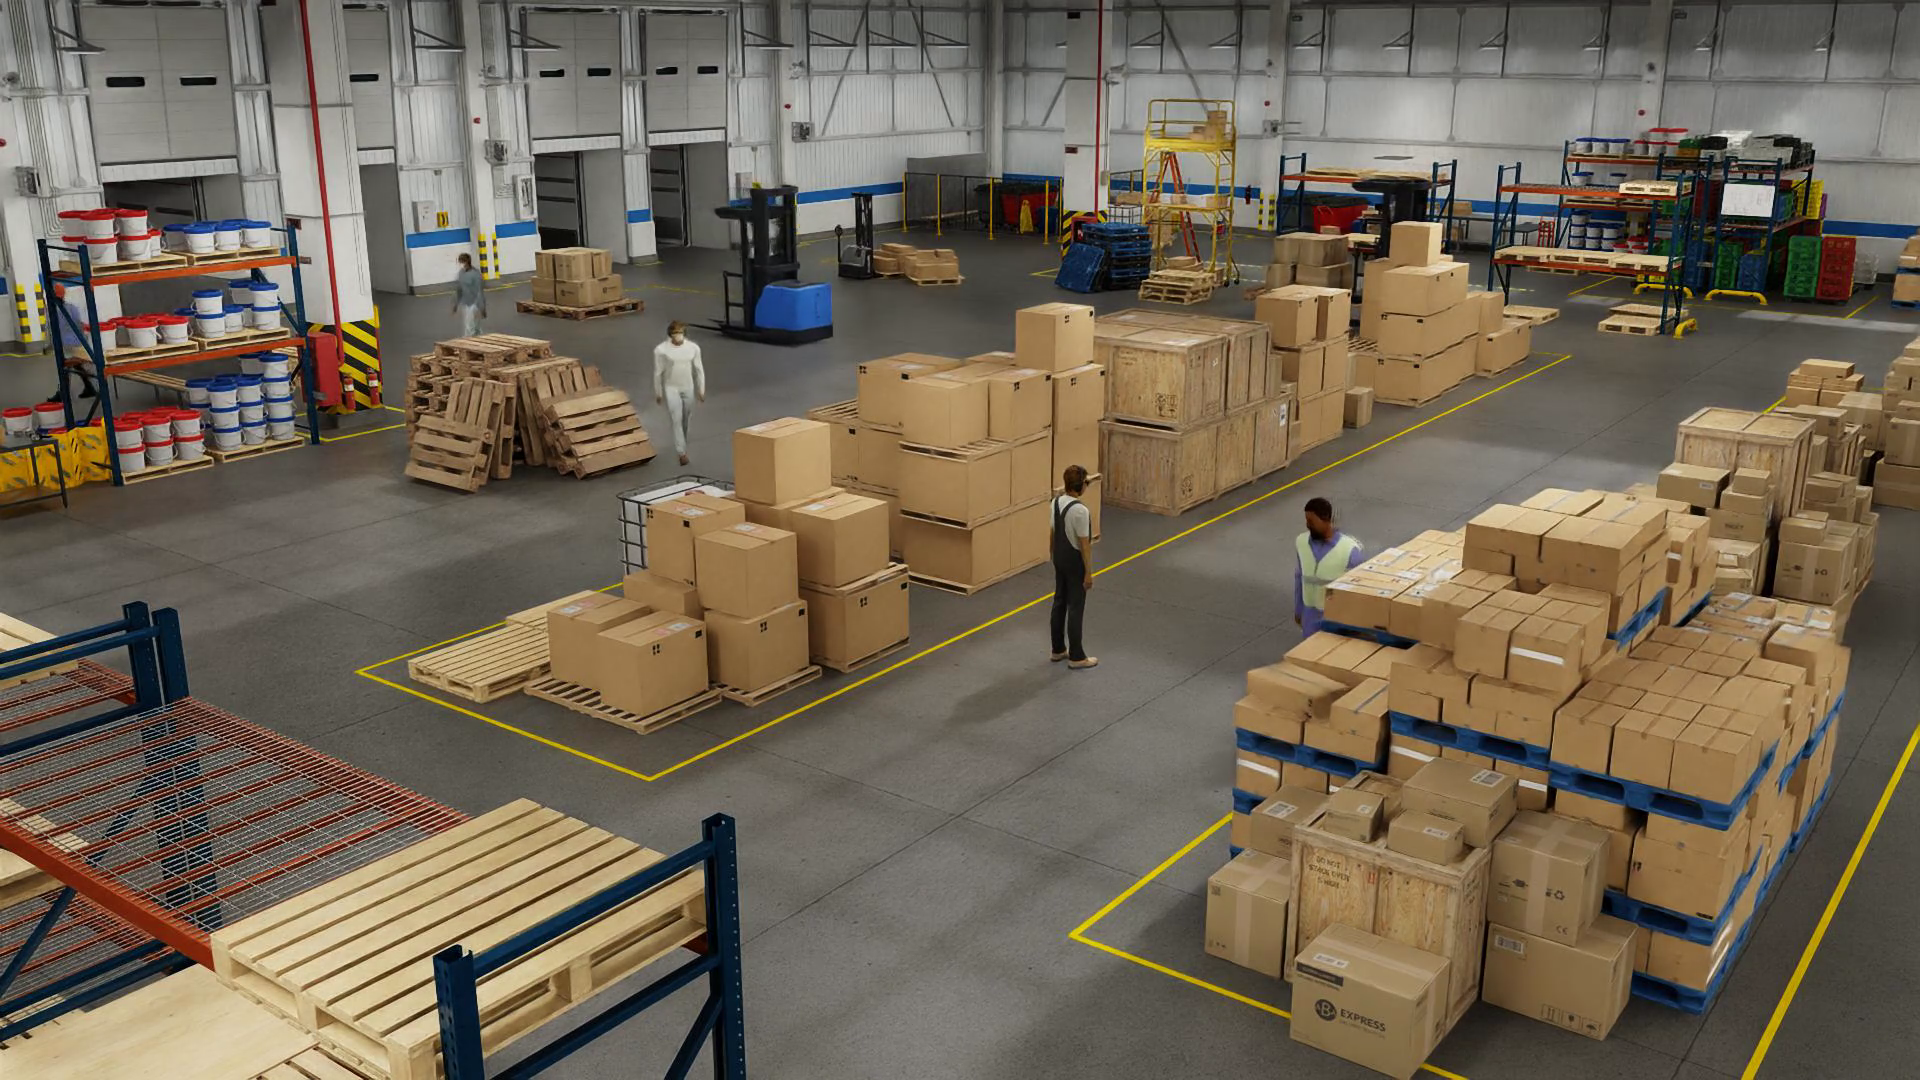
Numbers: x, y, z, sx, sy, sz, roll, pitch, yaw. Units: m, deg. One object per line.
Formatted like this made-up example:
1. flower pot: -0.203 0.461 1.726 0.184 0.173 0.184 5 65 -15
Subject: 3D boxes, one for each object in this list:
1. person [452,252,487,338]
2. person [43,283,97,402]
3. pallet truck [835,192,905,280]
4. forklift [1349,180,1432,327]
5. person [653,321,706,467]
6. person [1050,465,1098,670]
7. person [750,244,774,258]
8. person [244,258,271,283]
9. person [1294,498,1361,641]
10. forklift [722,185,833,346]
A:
1. person: -8.607 -4.052 28.894 0.825 1.883 0.691 -15 23 -41
2. person: -13.736 -3.020 25.513 0.568 1.862 1.049 6 18 18
3. pallet truck: -1.936 -7.159 38.982 1.885 1.965 0.823 -12 21 -34
4. forklift: 8.599 -5.451 31.823 1.873 2.768 1.129 12 21 35
5. person: -3.697 -1.968 21.999 0.643 1.882 1.023 -9 19 -26
6. person: 0.998 0.236 14.760 0.346 1.844 0.505 -11 20 -33
7. person: -3.915 -5.229 32.898 1.017 1.834 0.578 9 19 28
8. person: -12.849 -4.434 30.644 0.513 1.600 0.821 7 18 22
9. person: 2.999 0.565 13.585 0.616 1.887 0.567 15 23 41
10. forklift: -3.374 -5.106 30.683 1.873 2.768 1.129 12 21 35
